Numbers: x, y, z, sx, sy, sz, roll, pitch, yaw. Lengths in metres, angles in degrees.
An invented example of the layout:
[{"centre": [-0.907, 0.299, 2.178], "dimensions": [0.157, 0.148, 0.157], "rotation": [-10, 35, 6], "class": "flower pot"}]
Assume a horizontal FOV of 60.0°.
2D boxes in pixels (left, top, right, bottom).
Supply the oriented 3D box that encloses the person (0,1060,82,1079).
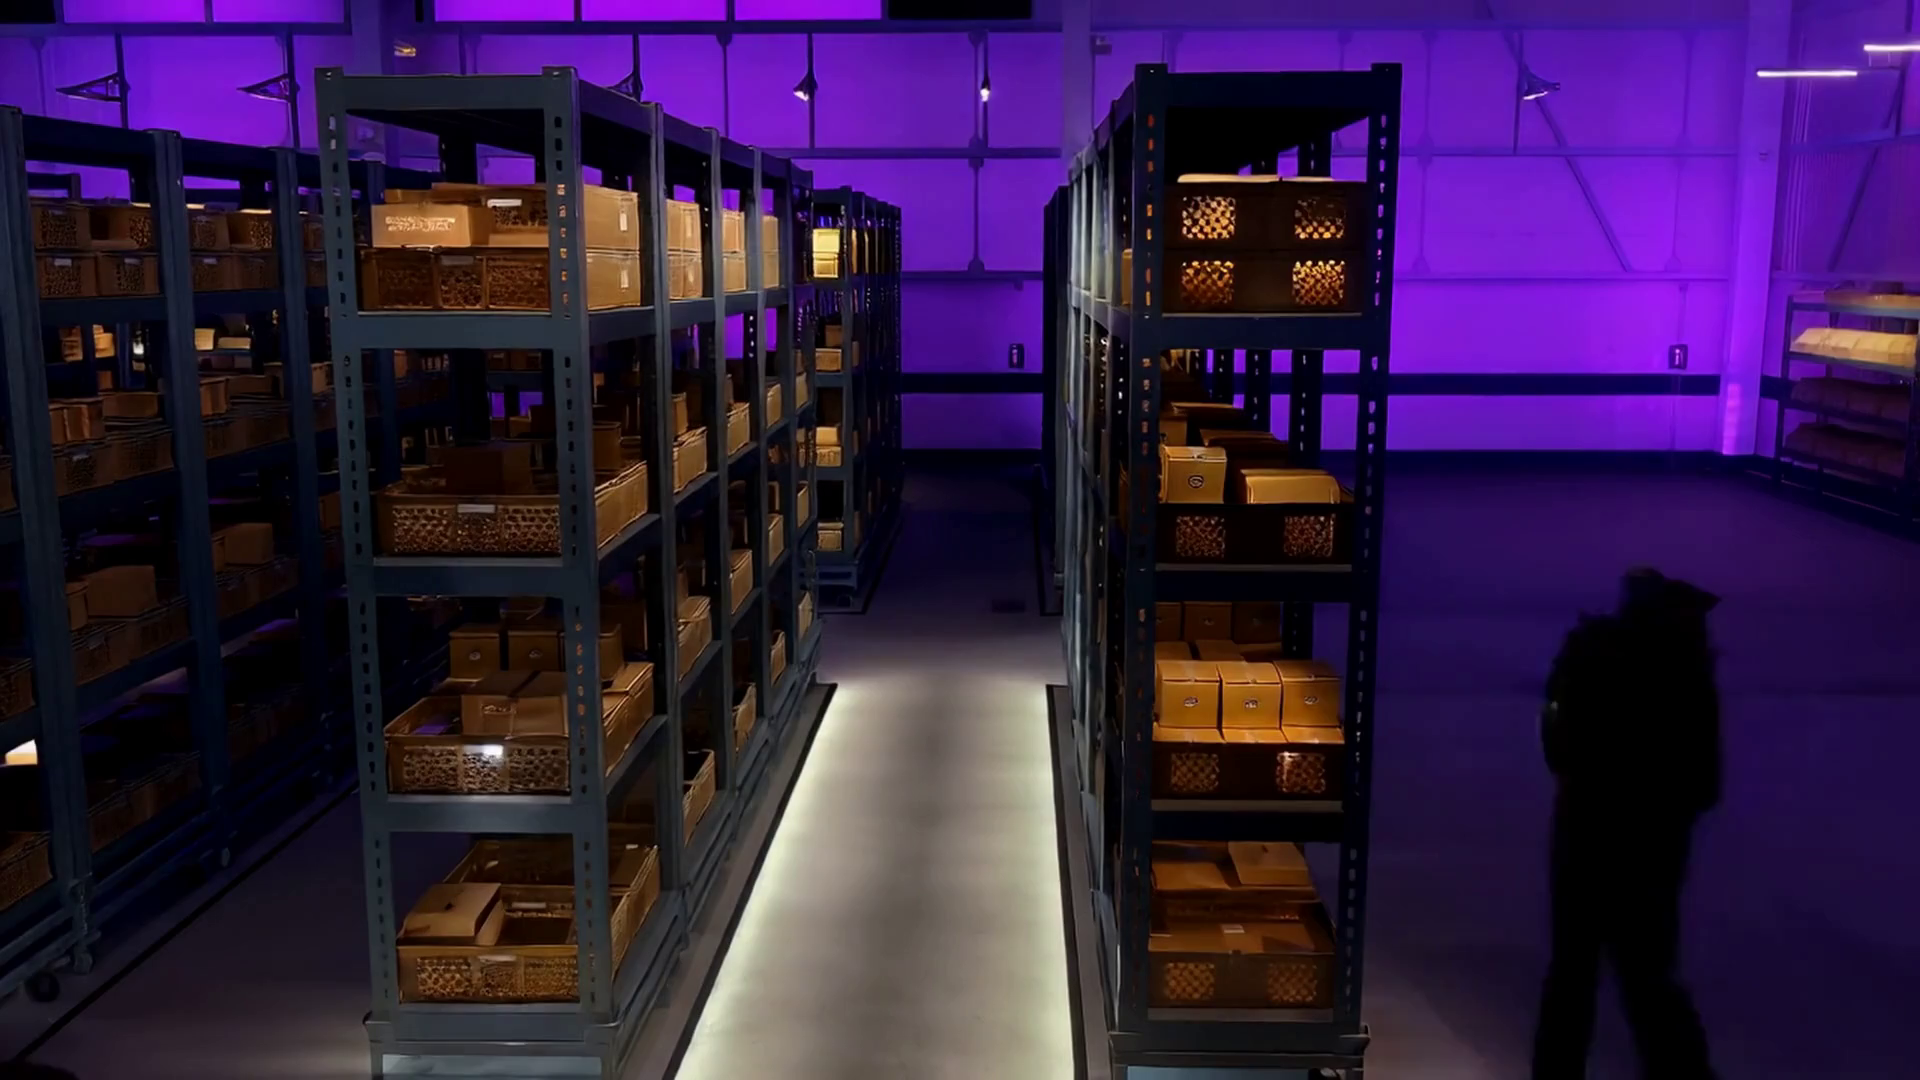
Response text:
[{"centre": [-1.128, 1.678, 2.371], "dimensions": [0.929, 1.952, 0.631], "rotation": [0, 10, -1], "class": "person"}]
